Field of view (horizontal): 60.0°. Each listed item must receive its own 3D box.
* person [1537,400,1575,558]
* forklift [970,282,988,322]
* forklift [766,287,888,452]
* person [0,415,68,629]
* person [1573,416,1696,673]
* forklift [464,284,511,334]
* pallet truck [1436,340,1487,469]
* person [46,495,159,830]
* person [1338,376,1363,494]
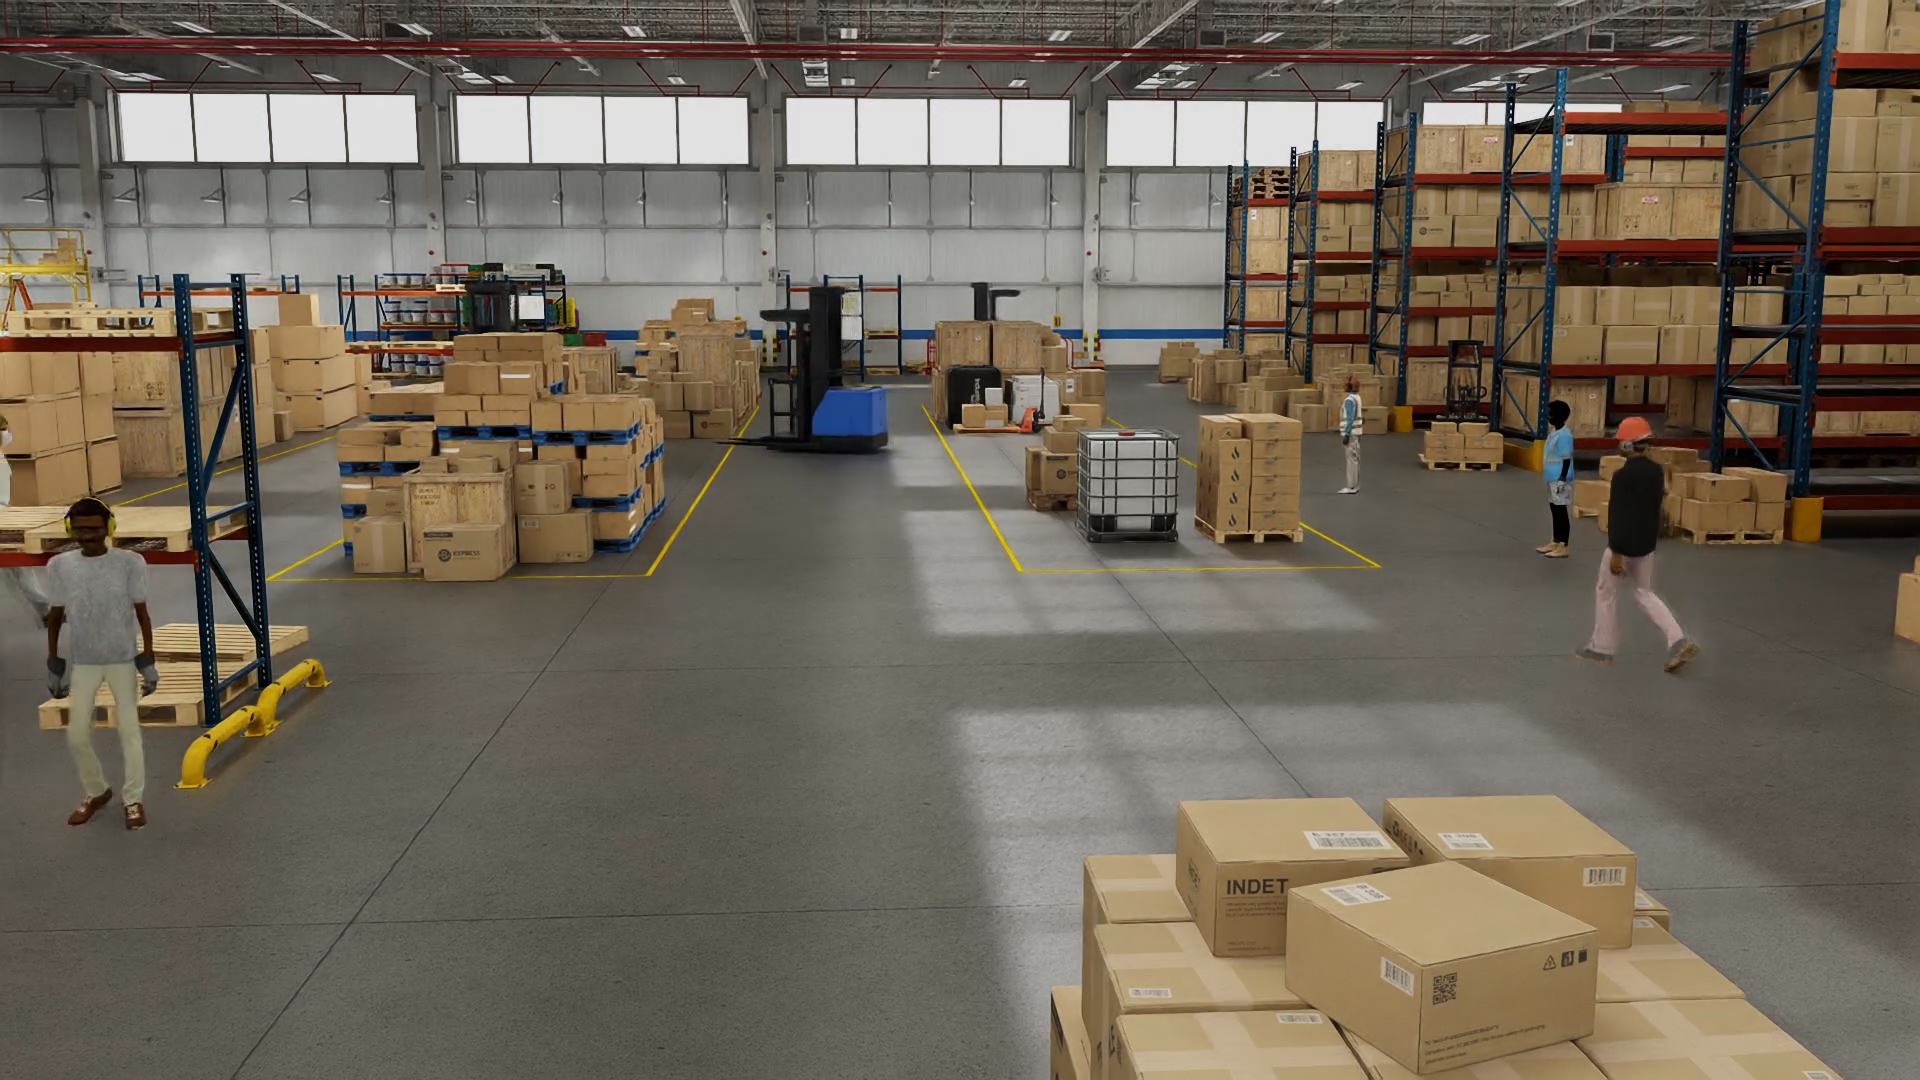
[{"bbox_3d":[6.406,-0.654,17.830,0.319,1.698,0.538,1,9,6],"label":"person"},{"bbox_3d":[0.536,-5.575,45.035,1.873,2.768,1.129,-1,9,-4],"label":"forklift"},{"bbox_3d":[-2.274,-2.953,28.574,1.873,2.768,1.129,2,9,14],"label":"forklift"},{"bbox_3d":[-8.107,-0.128,13.981,1.051,1.879,0.639,-2,9,-11],"label":"person"},{"bbox_3d":[5.197,0.035,12.703,0.626,1.963,0.894,-6,11,-34],"label":"person"},{"bbox_3d":[-10.249,-4.177,36.257,1.129,2.768,1.873,2,9,9],"label":"forklift"},{"bbox_3d":[8.004,-2.170,26.422,0.823,1.965,1.885,2,9,14],"label":"pallet truck"},{"bbox_3d":[-4.661,0.671,9.048,0.548,1.856,0.432,-3,9,-17],"label":"person"},{"bbox_3d":[5.415,-1.453,23.033,0.315,1.641,0.514,4,10,25],"label":"person"}]
